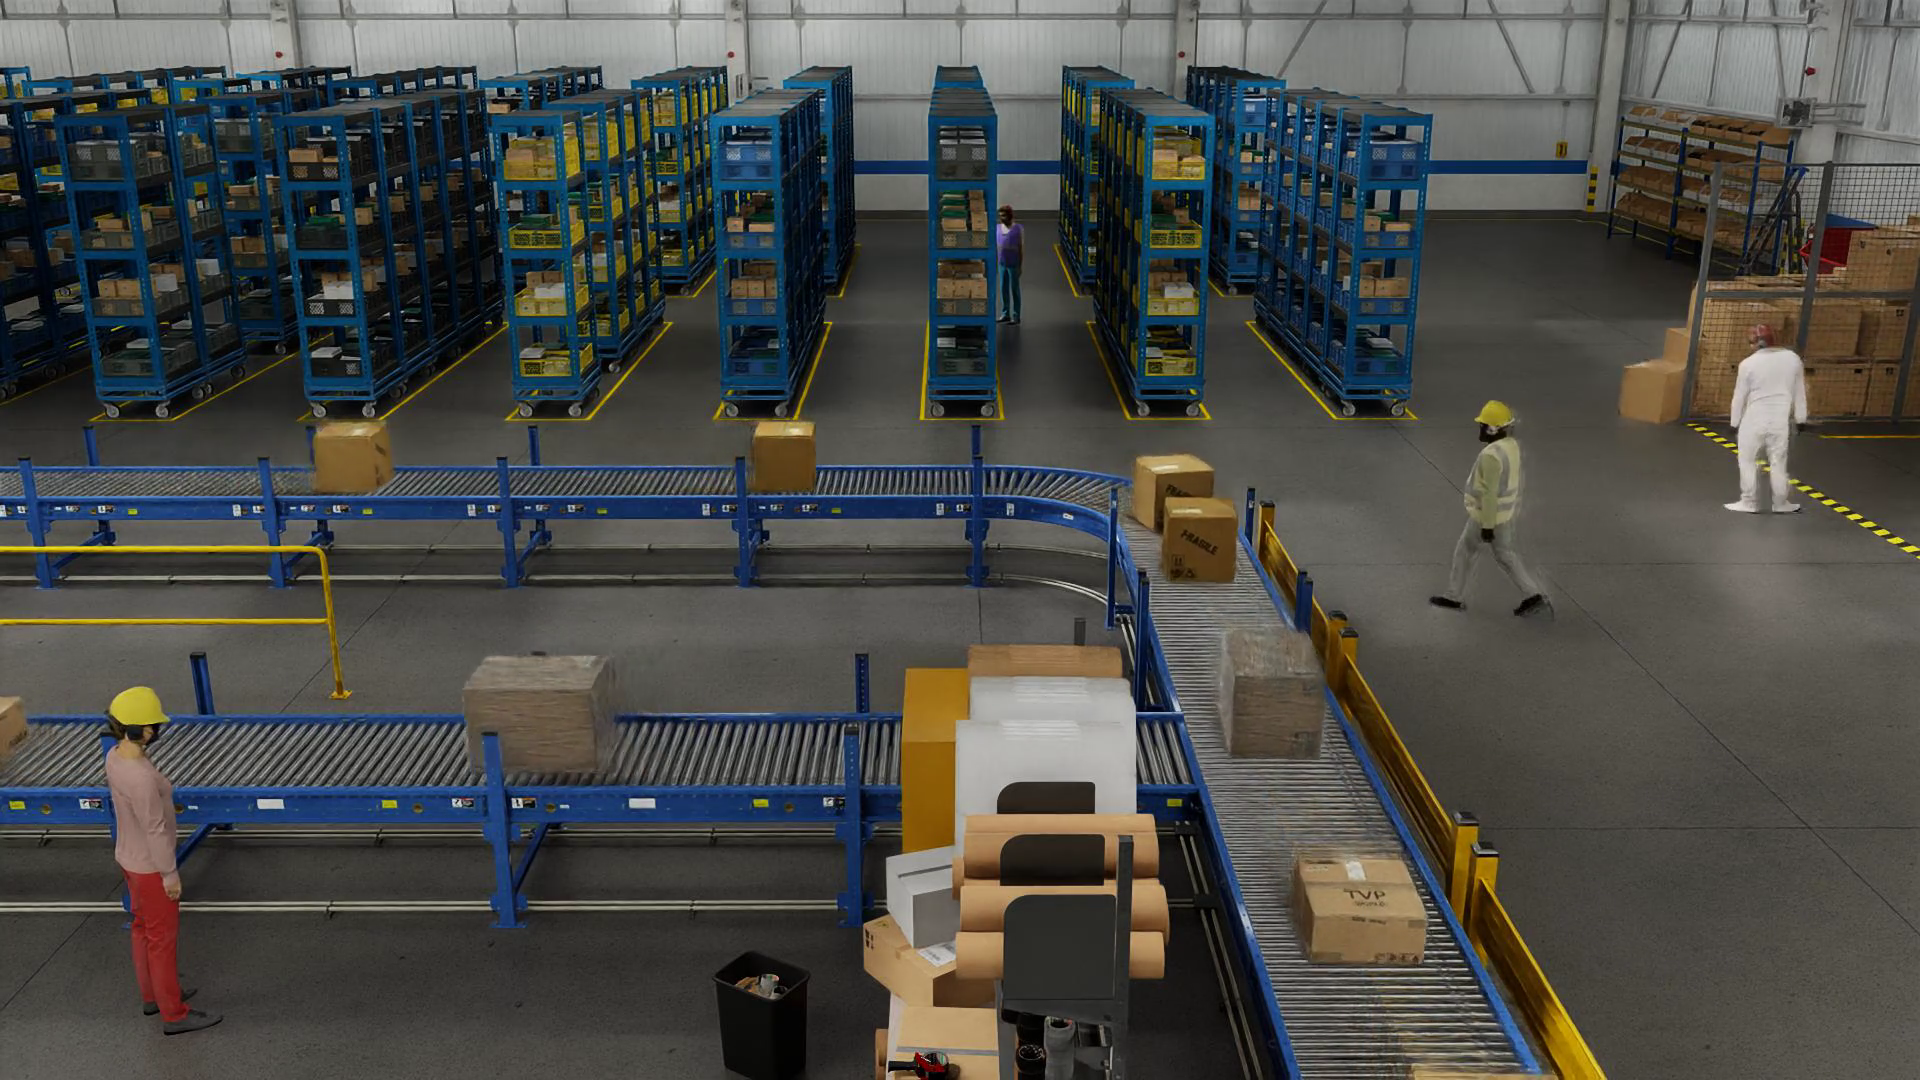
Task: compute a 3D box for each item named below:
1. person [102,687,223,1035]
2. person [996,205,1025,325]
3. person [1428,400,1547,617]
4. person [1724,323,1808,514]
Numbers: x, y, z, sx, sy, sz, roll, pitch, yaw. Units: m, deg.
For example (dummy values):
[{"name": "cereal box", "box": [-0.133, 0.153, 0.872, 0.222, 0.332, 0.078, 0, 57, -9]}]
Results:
[{"name": "person", "box": [-3.891, 1.543, 8.040, 0.320, 1.762, 0.522, -16, 24, -40]}, {"name": "person", "box": [0.764, -4.281, 25.865, 0.564, 1.833, 0.405, 14, 23, 36]}, {"name": "person", "box": [4.369, -0.240, 13.483, 0.882, 1.801, 0.606, 12, 22, 34]}, {"name": "person", "box": [7.921, -1.174, 16.252, 0.804, 1.862, 0.428, 0, 18, 0]}]
